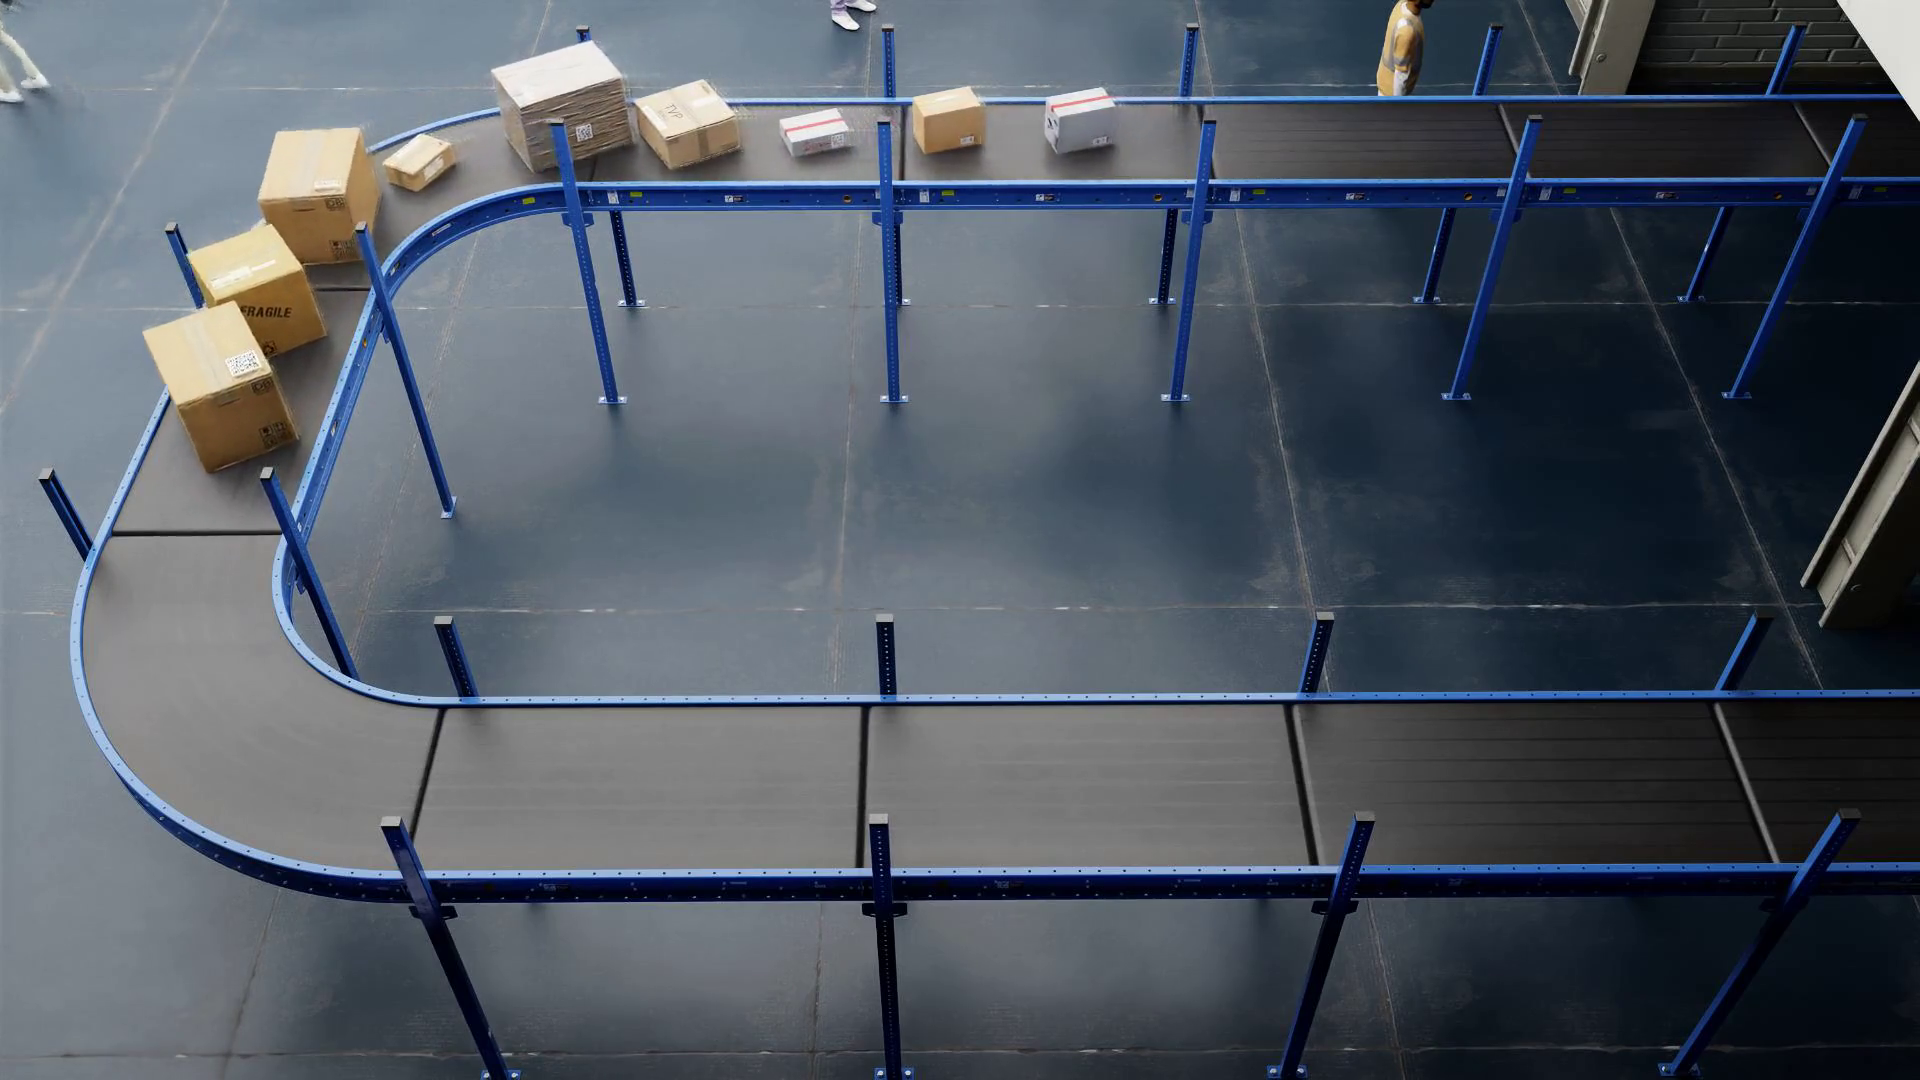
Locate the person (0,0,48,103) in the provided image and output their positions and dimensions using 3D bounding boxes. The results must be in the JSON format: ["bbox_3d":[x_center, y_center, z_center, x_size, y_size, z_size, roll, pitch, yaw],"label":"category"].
[{"bbox_3d":[-8.153,-4.451,14.169,0.445,1.849,0.545,12,48,11],"label":"person"}]

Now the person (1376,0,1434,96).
[{"bbox_3d":[3.385,-3.513,13.232,0.357,1.938,0.542,5,47,4],"label":"person"}]

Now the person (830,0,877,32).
[{"bbox_3d":[-0.962,-5.454,15.065,0.399,1.909,0.642,19,50,17],"label":"person"}]
